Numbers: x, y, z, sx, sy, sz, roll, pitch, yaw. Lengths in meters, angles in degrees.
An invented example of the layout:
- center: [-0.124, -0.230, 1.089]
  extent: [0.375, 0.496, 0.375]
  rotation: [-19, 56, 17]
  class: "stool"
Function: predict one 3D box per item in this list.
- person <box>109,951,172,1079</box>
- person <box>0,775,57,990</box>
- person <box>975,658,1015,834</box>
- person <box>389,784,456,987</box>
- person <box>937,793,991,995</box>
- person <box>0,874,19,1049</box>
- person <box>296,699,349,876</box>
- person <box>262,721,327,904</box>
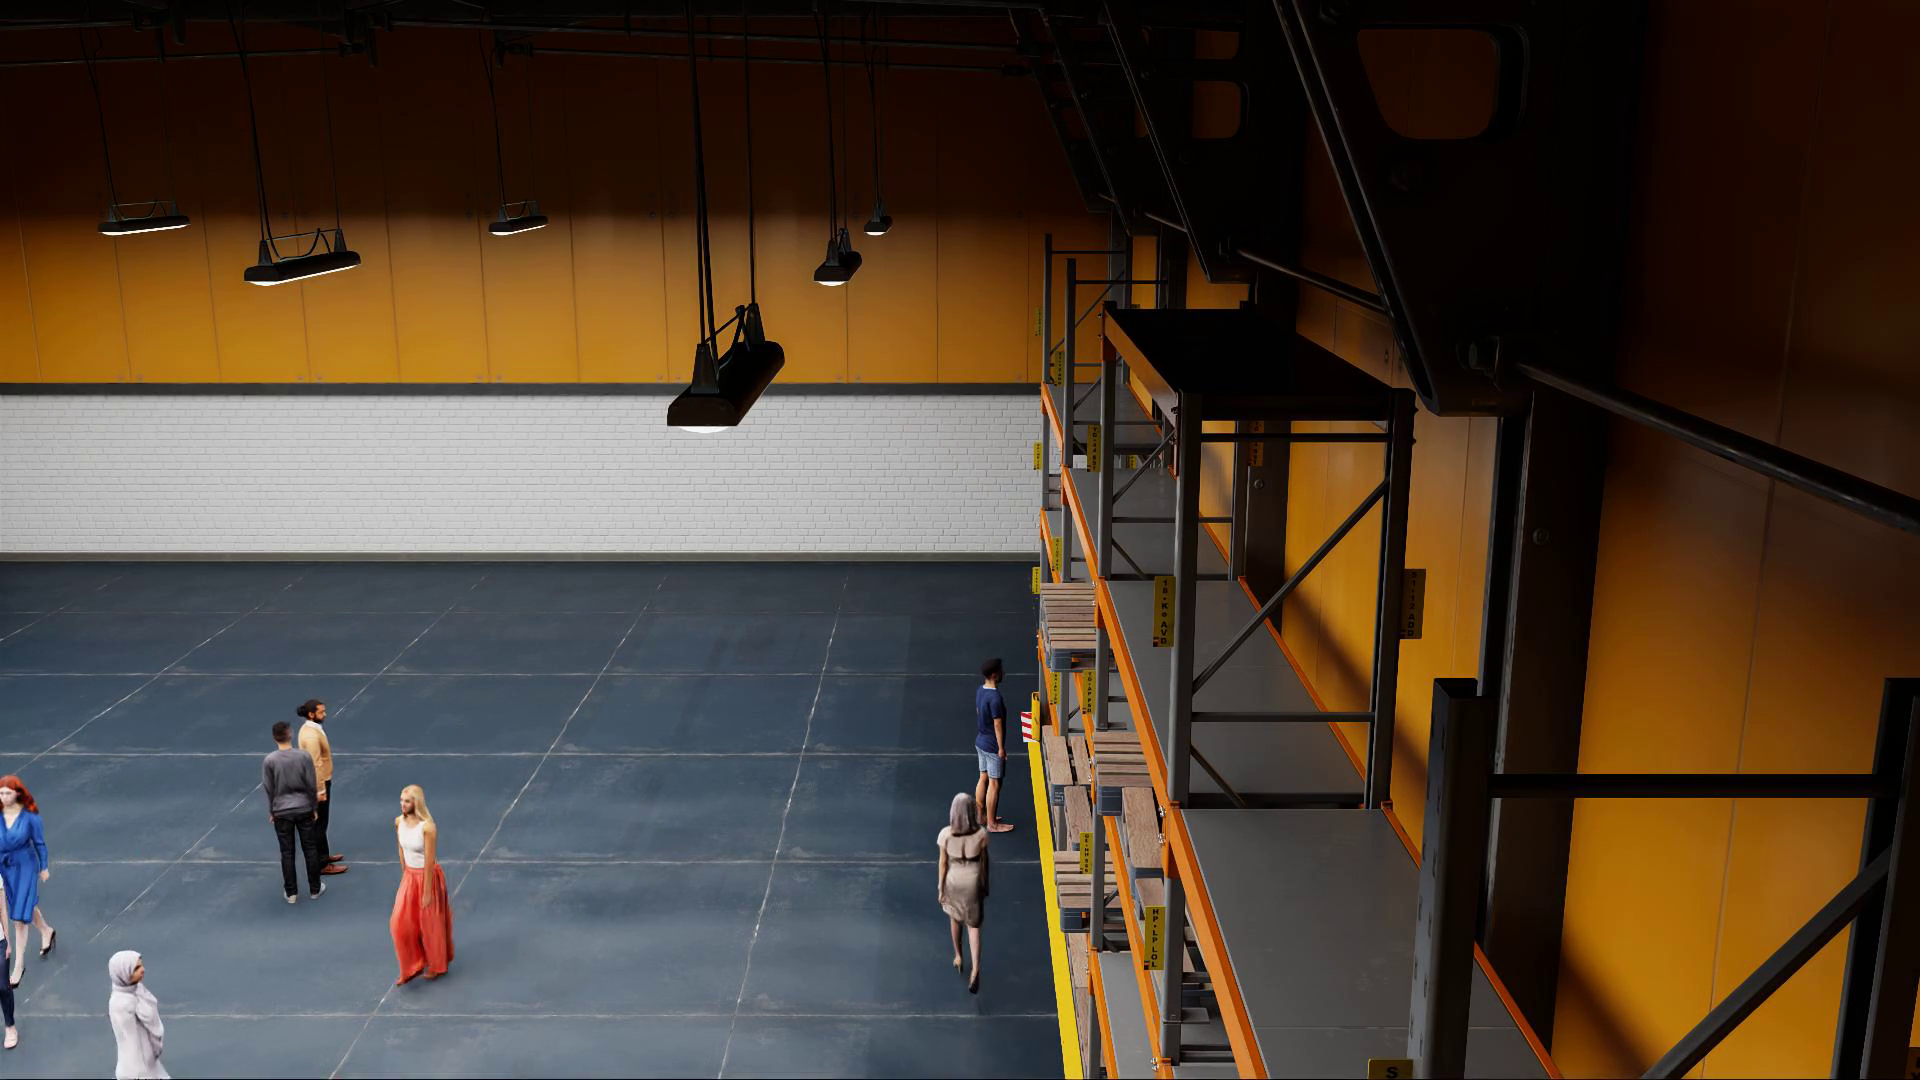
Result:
- center: [-5.649, 3.619, 11.286]
  extent: [0.716, 1.766, 0.605]
  rotation: [-2, 14, -9]
  class: "person"
- center: [-8.070, 2.874, 14.329]
  extent: [0.688, 1.781, 1.112]
  rotation: [1, 14, 4]
  class: "person"
- center: [0.322, 2.120, 17.301]
  extent: [0.758, 1.849, 0.635]
  rotation: [-6, 15, -24]
  class: "person"
- center: [-4.513, 2.905, 14.195]
  extent: [0.818, 1.785, 0.935]
  rotation: [6, 15, 24]
  class: "person"
- center: [0.053, 2.992, 13.993]
  extent: [0.656, 1.710, 1.094]
  rotation: [-1, 14, -4]
  class: "person"
- center: [-7.718, 3.185, 13.136]
  extent: [0.619, 1.739, 0.609]
  rotation: [-4, 14, -15]
  class: "person"
- center: [-6.322, 2.404, 16.336]
  extent: [0.804, 1.751, 0.681]
  rotation: [-6, 15, -24]
  class: "person"
- center: [-6.287, 2.555, 15.689]
  extent: [0.683, 1.761, 0.654]
  rotation: [-5, 14, -19]
  class: "person"
